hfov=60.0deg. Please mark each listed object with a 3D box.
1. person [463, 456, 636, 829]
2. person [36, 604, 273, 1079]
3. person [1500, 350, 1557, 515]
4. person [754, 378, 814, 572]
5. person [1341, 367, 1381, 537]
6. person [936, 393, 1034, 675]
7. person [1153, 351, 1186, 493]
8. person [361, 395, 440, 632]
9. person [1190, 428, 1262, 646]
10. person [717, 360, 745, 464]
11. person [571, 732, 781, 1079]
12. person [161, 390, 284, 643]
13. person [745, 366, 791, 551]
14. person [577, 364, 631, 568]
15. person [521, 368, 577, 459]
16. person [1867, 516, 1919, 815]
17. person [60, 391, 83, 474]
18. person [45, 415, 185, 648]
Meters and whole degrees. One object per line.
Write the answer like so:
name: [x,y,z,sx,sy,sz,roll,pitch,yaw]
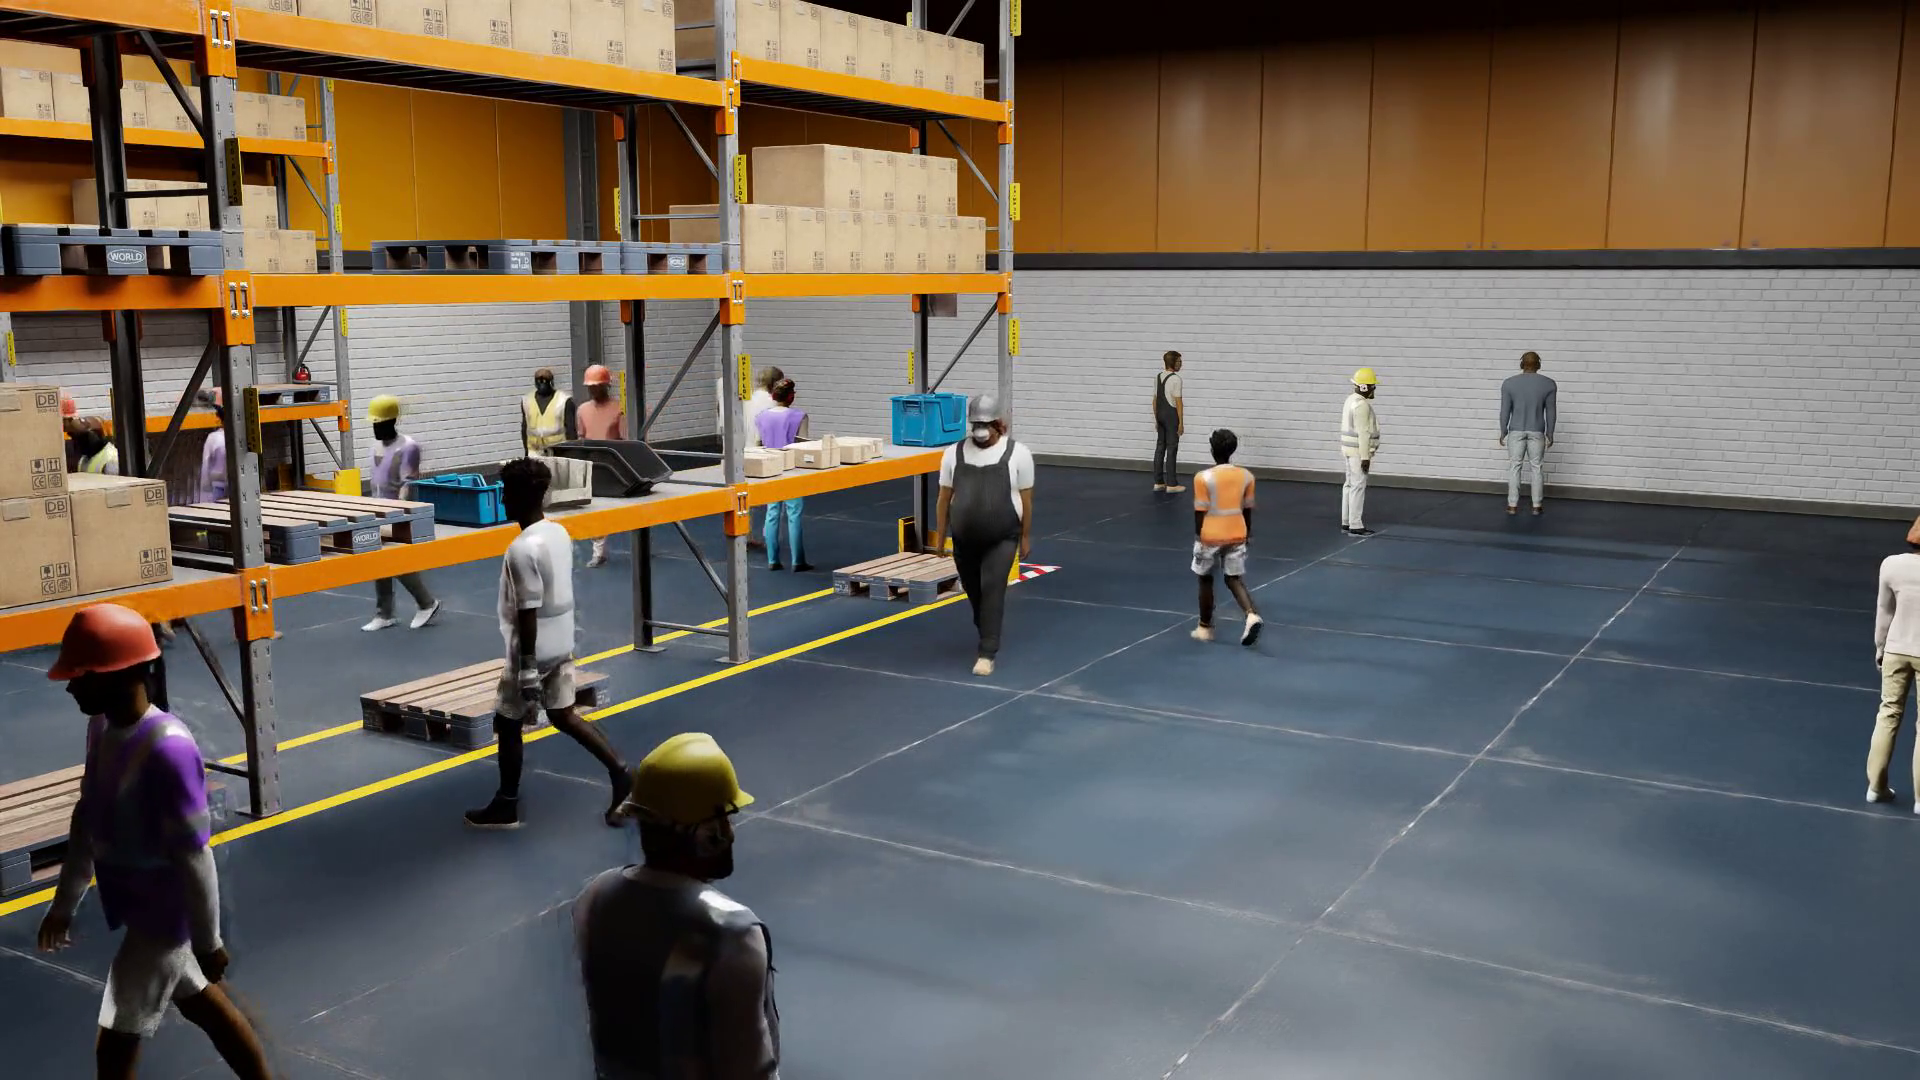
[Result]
person: [-2.077,0.534,8.434,0.906,1.939,0.603,1,9,8]
person: [-2.483,1.111,4.985,1.010,1.879,0.565,-8,12,-42]
person: [6.688,-1.261,19.615,0.633,1.936,0.353,3,9,16]
person: [-1.681,-0.611,15.834,0.563,1.847,0.388,3,10,21]
person: [4.337,-0.952,18.012,0.404,1.830,0.601,0,9,-2]
person: [0.184,-0.110,12.107,0.691,2.000,0.988,3,9,16]
person: [2.720,-1.538,21.636,0.326,1.841,0.516,-6,11,-34]
person: [-4.451,-0.208,13.163,0.597,1.898,0.581,6,11,33]
person: [2.030,-0.007,12.638,0.538,1.678,0.649,-4,10,-22]
person: [-2.827,-1.393,20.655,0.323,1.873,0.551,-7,12,-38]
person: [-0.604,1.334,3.777,0.621,1.815,0.424,8,12,41]
person: [-5.724,-0.170,12.645,0.886,2.009,0.612,-5,10,-28]
person: [-1.961,-0.810,16.917,0.688,1.895,0.750,-5,10,-28]
person: [-3.408,-0.727,16.160,0.628,1.974,0.627,3,10,18]
person: [-4.575,-1.020,18.552,0.635,1.801,0.940,0,9,2]
person: [5.075,0.630,8.790,0.284,1.626,0.498,-6,11,-31]
person: [-6.895,-0.143,12.567,0.629,1.966,0.667,7,12,38]
person: [-6.527,-0.087,12.818,0.683,1.775,0.989,8,12,41]
